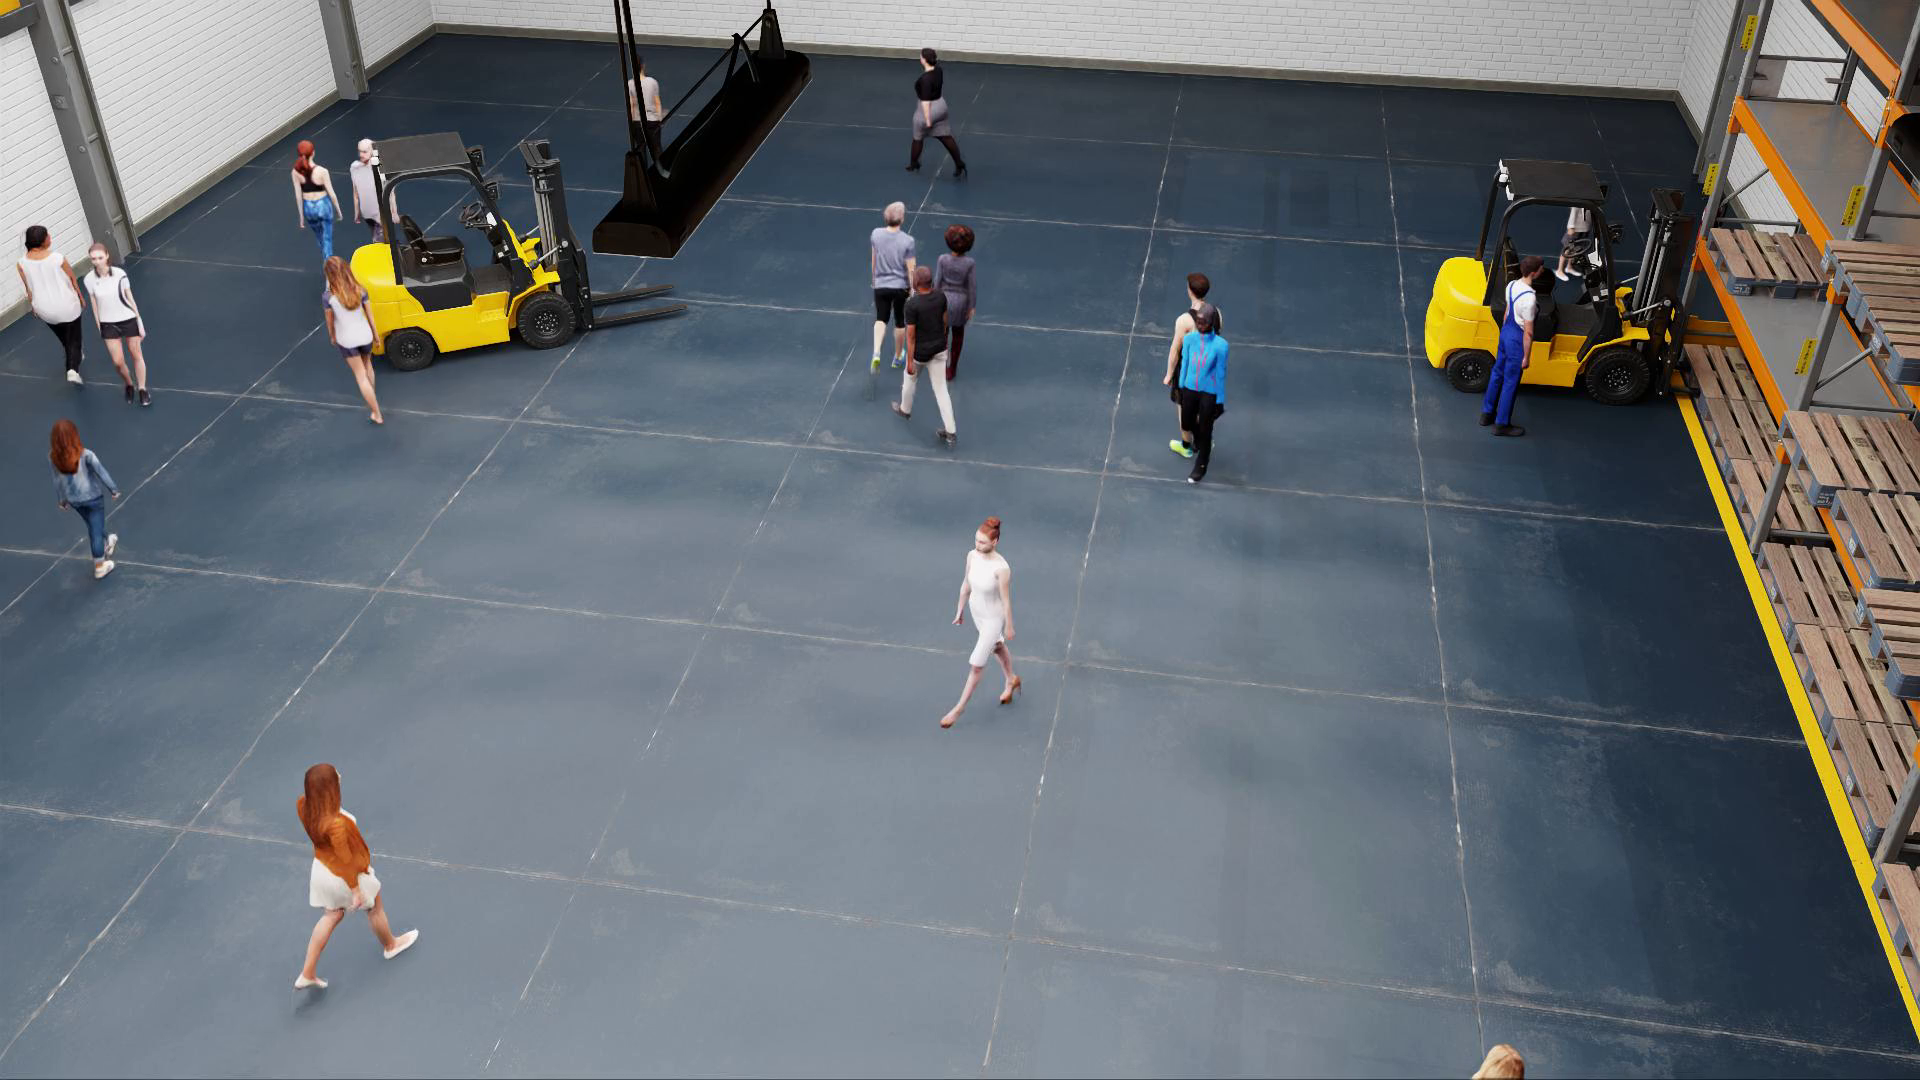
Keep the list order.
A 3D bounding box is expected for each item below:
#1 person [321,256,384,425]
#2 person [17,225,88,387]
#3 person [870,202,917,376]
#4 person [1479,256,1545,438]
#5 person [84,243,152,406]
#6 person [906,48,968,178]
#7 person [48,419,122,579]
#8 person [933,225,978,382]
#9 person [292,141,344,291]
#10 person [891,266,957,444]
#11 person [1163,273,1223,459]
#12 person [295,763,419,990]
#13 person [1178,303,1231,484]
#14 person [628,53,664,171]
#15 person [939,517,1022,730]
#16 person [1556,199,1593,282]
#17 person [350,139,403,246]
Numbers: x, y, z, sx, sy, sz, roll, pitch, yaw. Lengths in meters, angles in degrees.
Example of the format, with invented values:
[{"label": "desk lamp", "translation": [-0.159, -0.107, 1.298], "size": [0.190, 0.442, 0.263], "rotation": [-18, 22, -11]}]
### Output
[{"label": "person", "translation": [-5.904, -1.918, 16.328], "size": [0.952, 1.701, 0.981], "rotation": [-25, 41, -32]}, {"label": "person", "translation": [-9.273, -2.383, 17.063], "size": [0.797, 1.662, 1.108], "rotation": [-2, 34, -3]}, {"label": "person", "translation": [-0.726, -2.544, 17.124], "size": [0.733, 1.861, 0.990], "rotation": [9, 35, 13]}, {"label": "person", "translation": [5.385, -1.906, 16.174], "size": [0.765, 1.850, 0.638], "rotation": [-7, 34, -11]}, {"label": "person", "translation": [-8.426, -2.191, 16.702], "size": [0.691, 1.741, 0.746], "rotation": [-16, 37, -22]}, {"label": "person", "translation": [-0.271, -5.535, 21.754], "size": [1.005, 1.717, 1.158], "rotation": [19, 38, 26]}, {"label": "person", "translation": [-7.474, -0.321, 14.140], "size": [0.675, 1.463, 0.849], "rotation": [0, 34, 1]}, {"label": "person", "translation": [-0.067, -2.347, 16.980], "size": [0.661, 1.694, 0.872], "rotation": [1, 34, 1]}, {"label": "person", "translation": [-7.258, -3.604, 18.817], "size": [0.767, 1.754, 1.112], "rotation": [-4, 34, -5]}, {"label": "person", "translation": [-0.262, -1.751, 16.031], "size": [1.200, 1.752, 1.271], "rotation": [-21, 39, -29]}, {"label": "person", "translation": [2.244, -1.579, 15.658], "size": [0.872, 1.878, 0.930], "rotation": [-20, 38, -27]}, {"label": "person", "translation": [-3.910, 2.107, 10.280], "size": [0.894, 1.693, 1.140], "rotation": [20, 39, 27]}, {"label": "person", "translation": [2.300, -1.422, 15.514], "size": [0.824, 1.776, 0.981], "rotation": [16, 37, 23]}, {"label": "person", "translation": [-4.101, -5.472, 21.661], "size": [0.681, 1.716, 0.677], "rotation": [-9, 35, -13]}, {"label": "person", "translation": [0.290, 0.576, 12.523], "size": [1.101, 1.758, 1.010], "rotation": [-24, 40, -31]}, {"label": "person", "translation": [7.193, -3.662, 19.335], "size": [0.604, 1.275, 0.661], "rotation": [-20, 39, -27]}, {"label": "person", "translation": [-6.563, -3.721, 18.945], "size": [0.933, 1.807, 1.315], "rotation": [17, 37, 24]}]
